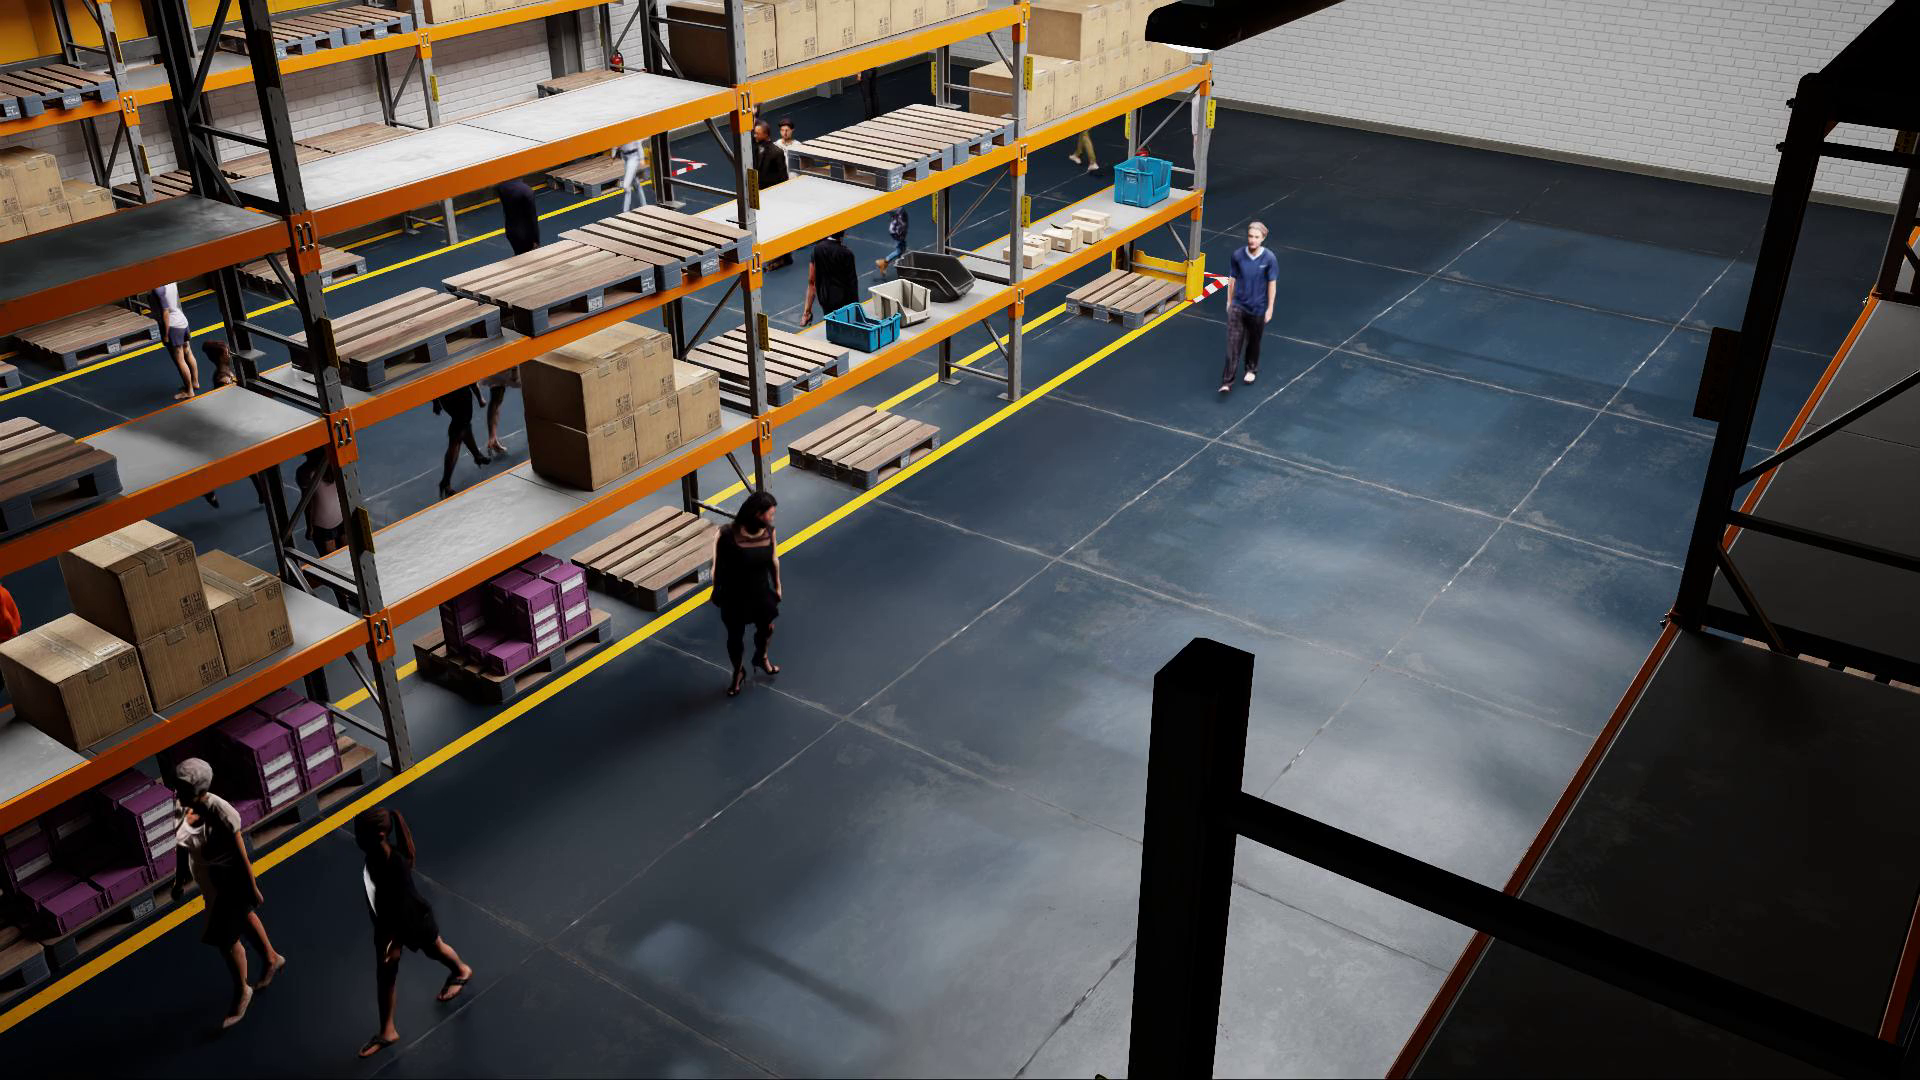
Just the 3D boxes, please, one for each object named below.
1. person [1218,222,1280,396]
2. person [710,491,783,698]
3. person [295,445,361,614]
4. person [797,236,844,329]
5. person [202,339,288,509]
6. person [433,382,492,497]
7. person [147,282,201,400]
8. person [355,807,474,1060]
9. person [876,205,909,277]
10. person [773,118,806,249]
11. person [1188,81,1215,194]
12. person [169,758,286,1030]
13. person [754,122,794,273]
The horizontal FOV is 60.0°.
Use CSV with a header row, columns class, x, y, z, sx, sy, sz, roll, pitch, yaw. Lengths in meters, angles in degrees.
class,x,y,z,sx,sy,sz,roll,pitch,yaw
person,3.082,-2.479,17.633,0.935,1.824,1.254,9,30,15
person,-1.664,0.421,12.474,0.726,1.673,0.856,-6,29,-11
person,-5.114,-0.167,13.497,0.699,1.725,0.545,12,31,20
person,-1.466,-3.351,19.283,0.650,1.775,0.998,20,35,32
person,-6.653,-1.011,15.114,1.014,1.659,0.864,-12,31,-21
person,-4.725,-1.194,15.457,0.788,1.651,1.165,10,30,17
person,-8.295,-2.268,17.517,0.712,1.565,0.637,-2,29,-3
person,-3.109,2.136,9.498,0.592,1.512,1.074,16,33,27
person,-0.813,-3.896,20.840,0.829,1.239,0.755,-7,29,-12
person,-2.222,-4.692,21.805,0.680,1.714,0.620,11,31,20
person,3.482,-5.871,23.908,0.728,1.770,0.635,0,29,0
person,-4.176,1.937,9.630,0.639,1.734,0.739,20,35,32
person,-2.270,-4.342,20.990,0.912,1.880,0.903,-19,34,-31
